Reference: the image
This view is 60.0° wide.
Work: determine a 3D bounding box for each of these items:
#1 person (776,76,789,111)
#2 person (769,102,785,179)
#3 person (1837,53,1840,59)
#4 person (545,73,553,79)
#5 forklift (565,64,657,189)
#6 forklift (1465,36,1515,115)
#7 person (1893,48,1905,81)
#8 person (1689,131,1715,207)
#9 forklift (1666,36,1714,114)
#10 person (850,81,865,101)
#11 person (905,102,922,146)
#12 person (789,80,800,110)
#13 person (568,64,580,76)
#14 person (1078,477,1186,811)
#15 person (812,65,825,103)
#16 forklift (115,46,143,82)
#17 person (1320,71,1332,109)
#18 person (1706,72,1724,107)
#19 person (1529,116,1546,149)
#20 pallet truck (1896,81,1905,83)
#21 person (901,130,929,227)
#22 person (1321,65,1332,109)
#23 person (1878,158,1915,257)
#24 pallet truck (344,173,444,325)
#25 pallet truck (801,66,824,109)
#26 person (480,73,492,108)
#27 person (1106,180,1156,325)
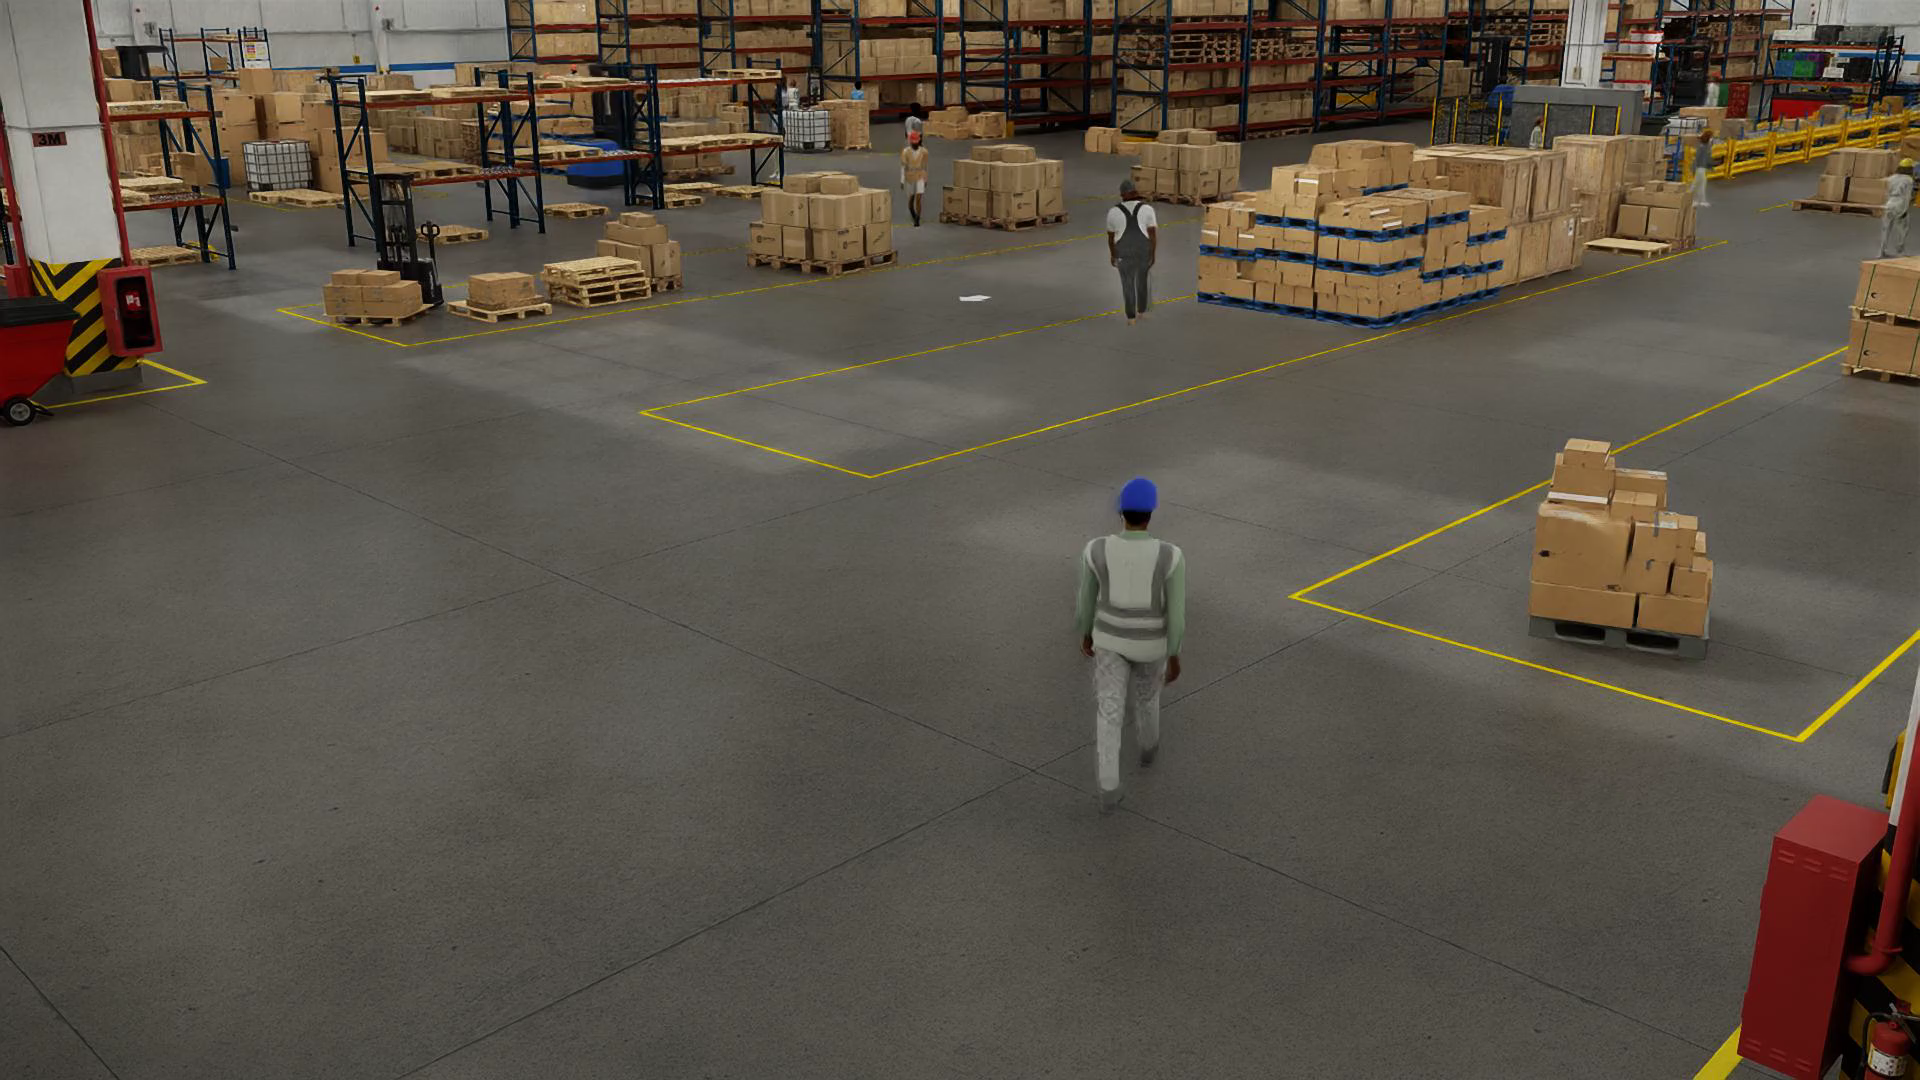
[{"bbox_3d":[-5.652,-13.763,52.792,0.688,1.898,0.593,12,22,32],"label":"person"},{"bbox_3d":[-4.530,-9.910,41.231,0.329,1.865,0.514,-17,25,-41],"label":"person"},{"bbox_3d":[41.248,-22.400,78.676,0.651,1.975,0.548,5,19,13],"label":"person"},{"bbox_3d":[-13.263,-14.105,53.757,1.047,1.948,0.628,9,20,25],"label":"person"},{"bbox_3d":[-8.339,-9.816,39.356,1.129,2.768,1.873,17,25,41],"label":"forklift"},{"bbox_3d":[19.973,-17.201,61.605,1.873,2.768,1.129,16,24,40],"label":"forklift"},{"bbox_3d":[45.441,-22.863,80.425,0.341,1.749,0.572,4,19,11],"label":"person"},{"bbox_3d":[16.132,-8.024,35.963,0.739,1.601,0.504,17,25,41],"label":"person"},{"bbox_3d":[27.341,-17.291,61.877,1.129,2.768,1.873,17,25,41],"label":"forklift"},{"bbox_3d":[-3.270,-13.854,53.371,0.537,1.695,0.320,11,21,30],"label":"person"},{"bbox_3d":[-1.082,-9.390,39.501,0.373,1.966,0.607,-11,21,-30],"label":"person"},{"bbox_3d":[-5.508,-14.362,54.988,0.515,1.641,0.315,11,21,30],"label":"person"},{"bbox_3d":[-13.881,-16.231,60.206,0.573,1.893,0.925,-17,25,-41],"label":"person"},{"bbox_3d":[0.991,0.555,9.652,0.633,1.893,0.991,5,19,14],"label":"person"},{"bbox_3d":[-5.135,-16.452,60.983,0.430,1.838,0.624,14,23,35],"label":"person"},{"bbox_3d":[-25.769,-13.963,51.850,1.129,2.768,1.873,17,25,41],"label":"forklift"},{"bbox_3d":[14.103,-17.173,63.439,0.901,1.636,0.541,8,20,23],"label":"person"},{"bbox_3d":[24.204,-13.999,53.357,0.636,1.981,1.065,-15,24,-39],"label":"person"},{"bbox_3d":[13.671,-9.214,39.486,0.311,1.636,0.521,5,19,15],"label":"person"},{"bbox_3d":[34.802,-16.331,61.455,0.653,1.274,1.630,17,25,41],"label":"pallet truck"},{"bbox_3d":[-0.903,-7.217,33.075,0.560,1.895,0.786,-2,18,-5],"label":"person"},{"bbox_3d":[13.839,-16.954,62.602,0.522,1.770,0.308,13,22,34],"label":"person"},{"bbox_3d":[16.460,-5.811,29.108,0.658,1.723,0.489,-9,20,-26],"label":"person"},{"bbox_3d":[-8.209,-4.181,23.757,0.823,1.965,1.885,3,19,9],"label":"pallet truck"},{"bbox_3d":[-4.812,-15.182,56.903,0.823,1.965,1.885,-9,21,-26],"label":"pallet truck"},{"bbox_3d":[-15.893,-14.631,55.434,1.033,1.892,0.647,9,21,26],"label":"person"},{"bbox_3d":[2.392,-4.083,23.394,0.692,2.000,0.845,0,18,1],"label":"person"}]
